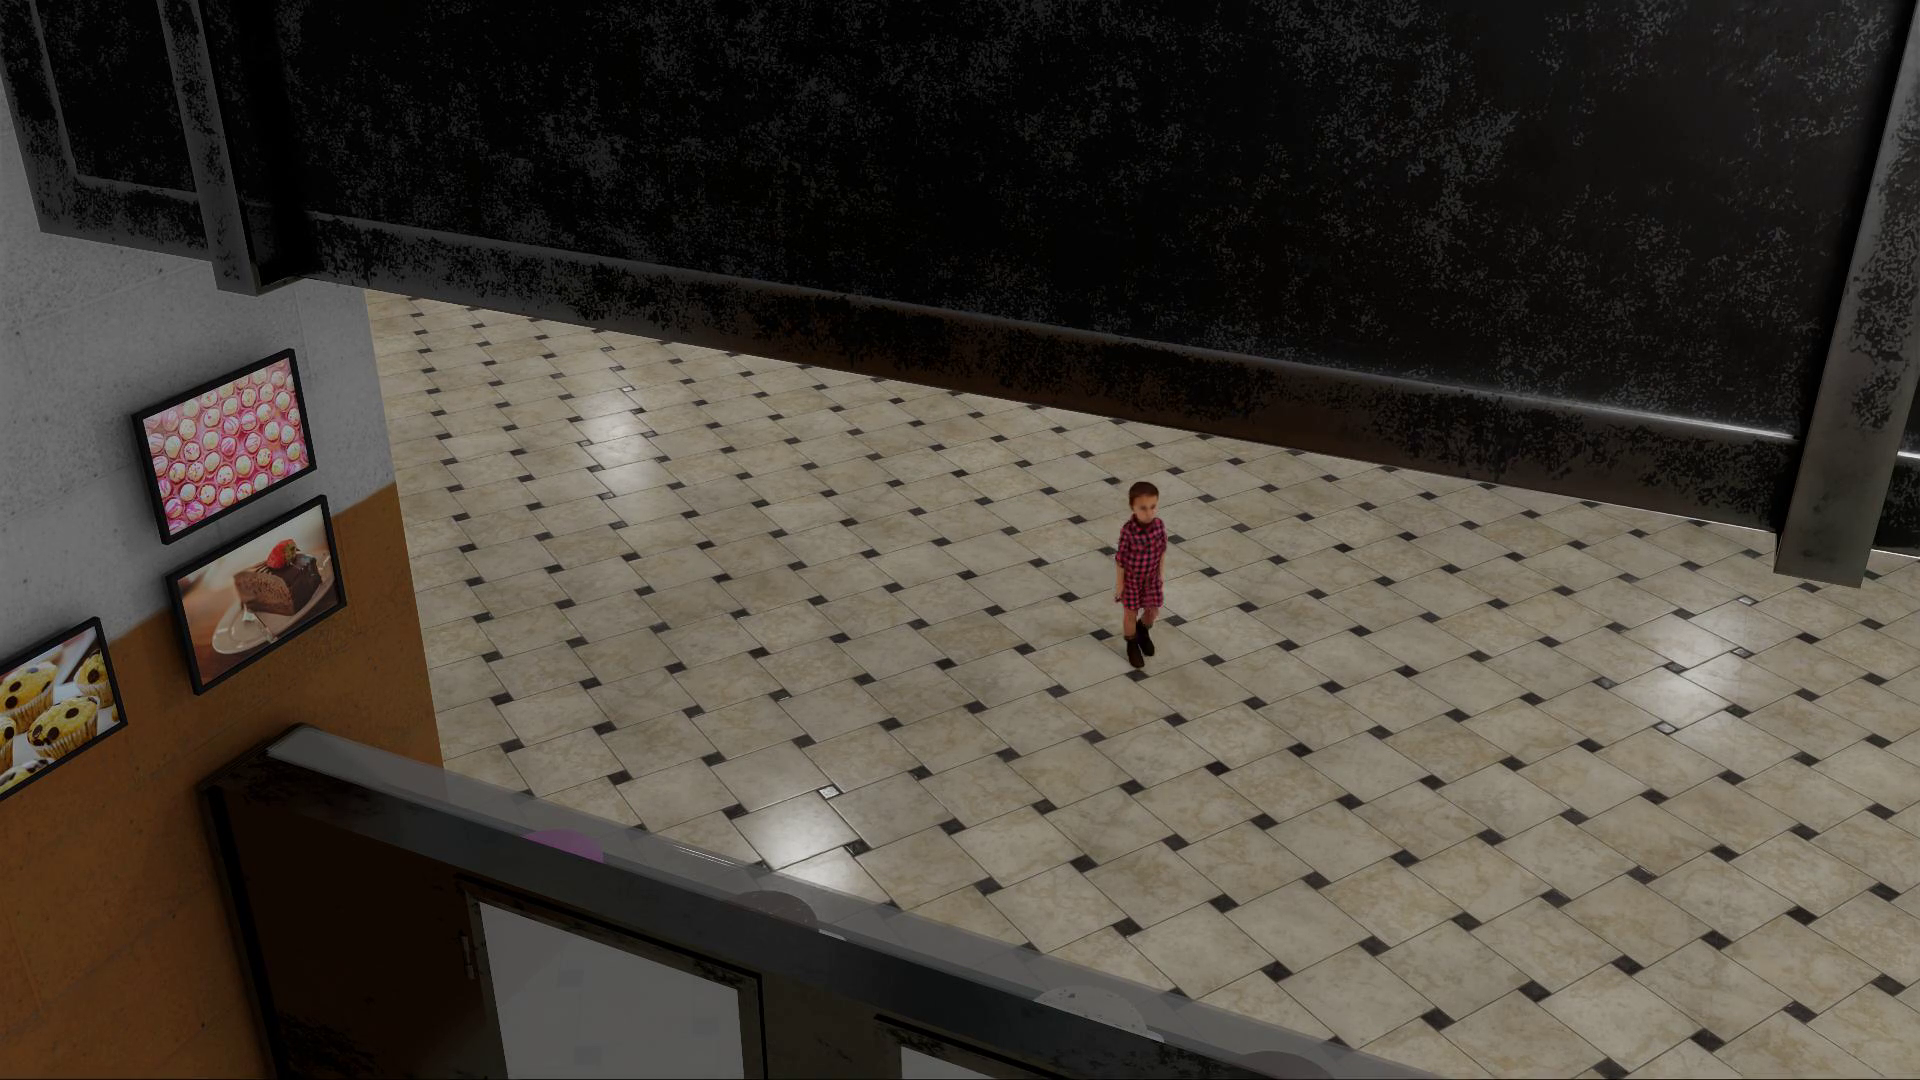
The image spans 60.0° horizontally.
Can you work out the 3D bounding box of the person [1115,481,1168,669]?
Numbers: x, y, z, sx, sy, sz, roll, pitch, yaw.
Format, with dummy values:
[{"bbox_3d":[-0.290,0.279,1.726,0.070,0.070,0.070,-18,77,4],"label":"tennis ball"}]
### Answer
[{"bbox_3d":[0.910,0.151,8.498,0.513,1.015,0.569,-7,28,-14],"label":"person"}]
